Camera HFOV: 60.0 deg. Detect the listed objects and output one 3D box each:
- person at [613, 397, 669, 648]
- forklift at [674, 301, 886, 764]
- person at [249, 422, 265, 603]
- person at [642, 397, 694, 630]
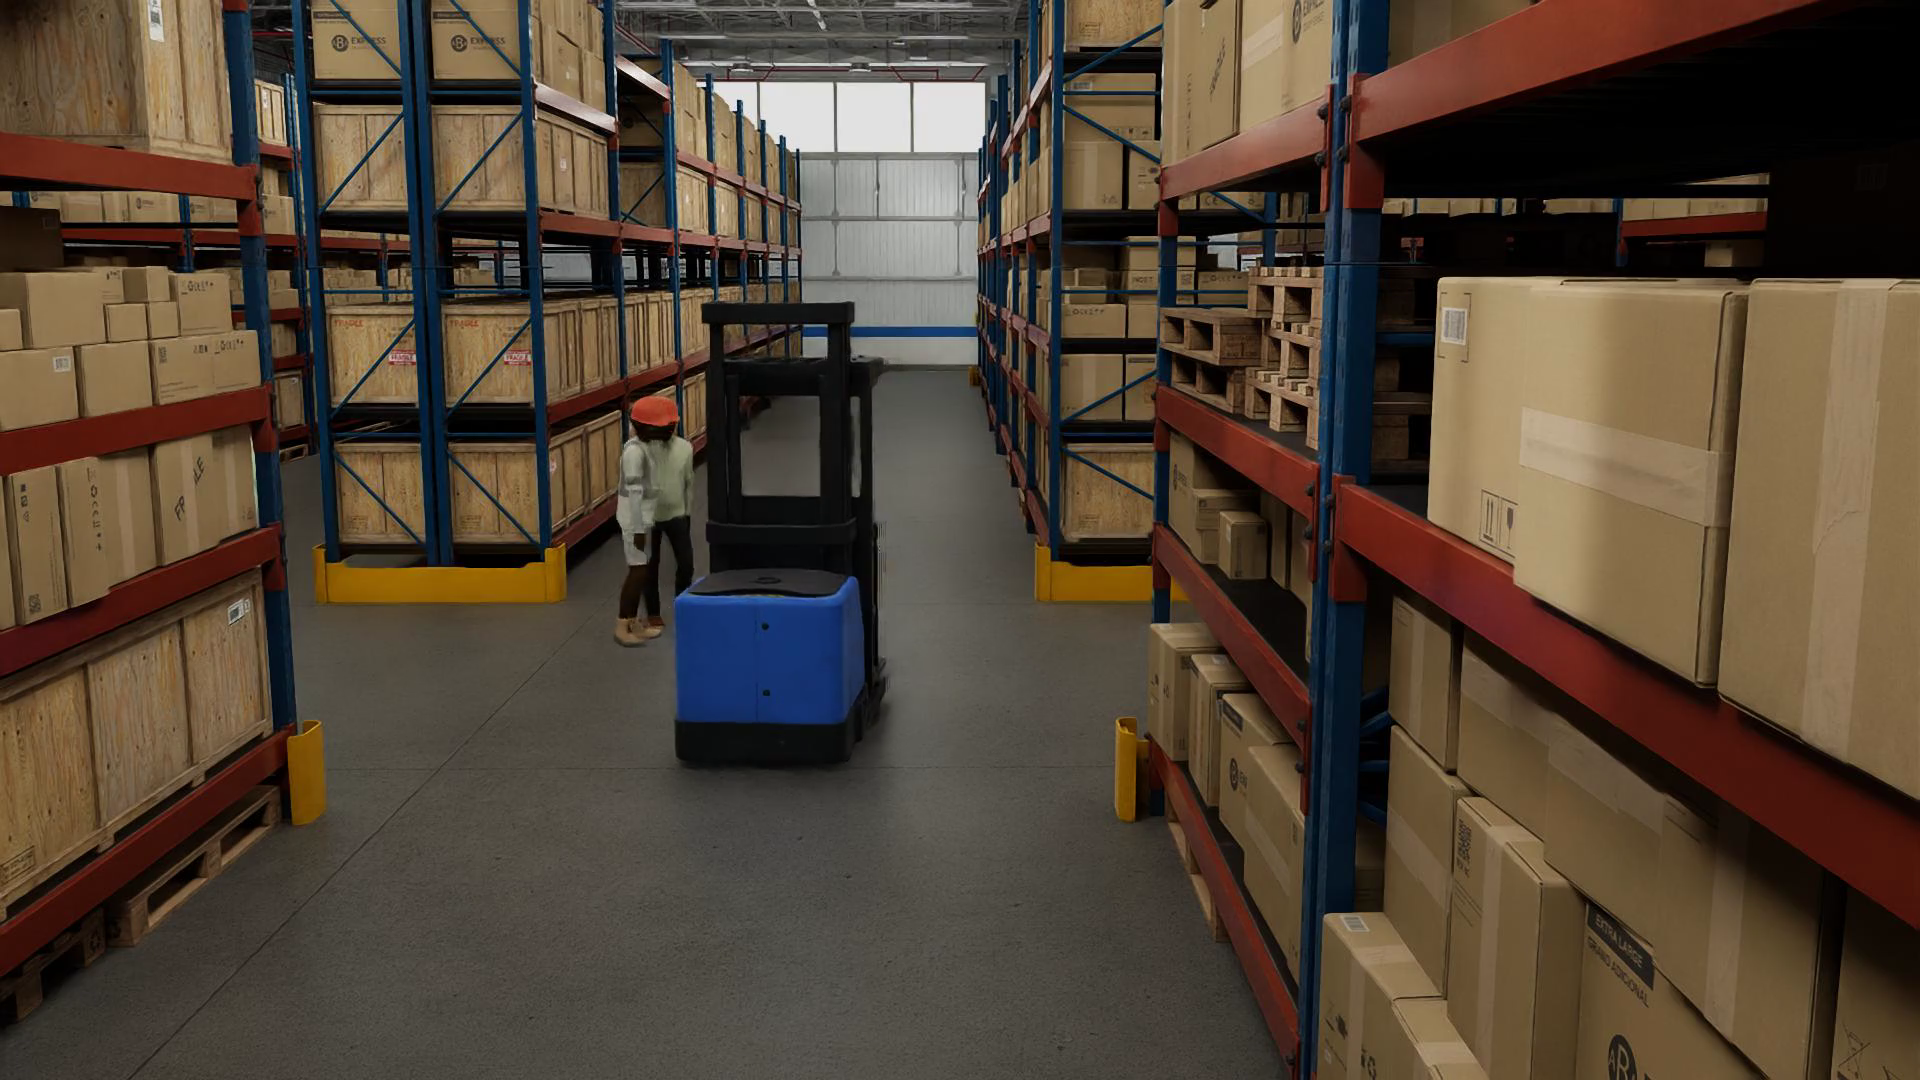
[{"bbox_3d":[-2.557,-0.145,13.395,0.495,2.020,0.698,0,9,1],"label":"person"},{"bbox_3d":[-1.147,-0.137,10.697,1.129,2.768,1.873,1,9,4],"label":"forklift"},{"bbox_3d":[-6.418,-0.272,14.784,0.604,1.802,0.771,-3,10,-19],"label":"person"},{"bbox_3d":[-2.454,-0.199,13.859,0.603,1.969,0.696,-5,10,-27],"label":"person"}]
